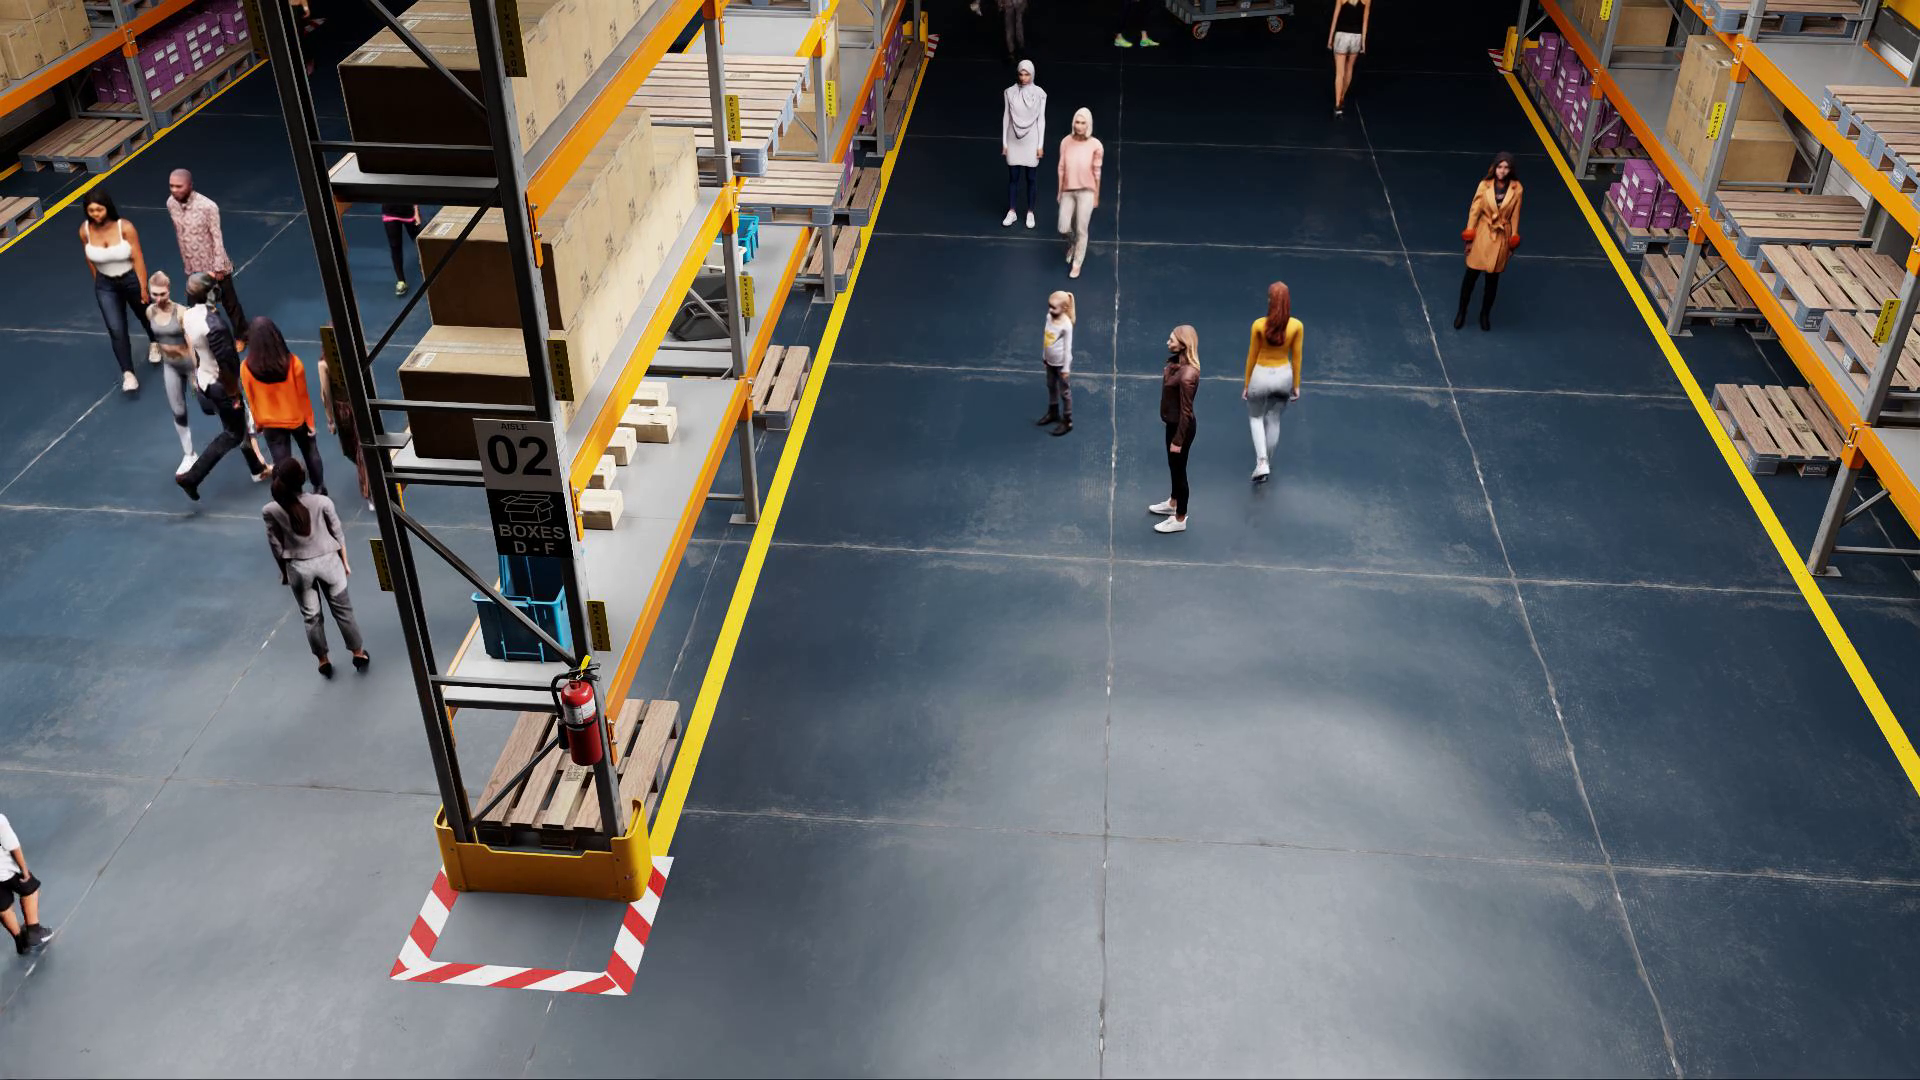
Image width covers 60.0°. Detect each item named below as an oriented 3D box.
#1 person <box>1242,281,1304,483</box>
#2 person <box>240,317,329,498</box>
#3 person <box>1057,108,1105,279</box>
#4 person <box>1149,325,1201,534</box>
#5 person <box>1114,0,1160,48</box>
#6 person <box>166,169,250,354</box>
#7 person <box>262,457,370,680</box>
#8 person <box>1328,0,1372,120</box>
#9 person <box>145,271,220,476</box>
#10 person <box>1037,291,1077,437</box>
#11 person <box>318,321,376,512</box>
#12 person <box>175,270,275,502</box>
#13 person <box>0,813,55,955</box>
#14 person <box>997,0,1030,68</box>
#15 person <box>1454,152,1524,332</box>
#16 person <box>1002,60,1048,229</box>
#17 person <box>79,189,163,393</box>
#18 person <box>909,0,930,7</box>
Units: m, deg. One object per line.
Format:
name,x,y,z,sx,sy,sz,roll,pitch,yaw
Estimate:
person,2.441,-1.172,13.050,0.625,1.740,0.801,2,34,3
person,-5.097,-0.820,12.541,0.835,1.717,1.178,-5,34,-7
person,1.199,-3.489,16.554,0.676,1.719,0.730,10,35,15
person,1.666,-0.853,12.601,0.682,1.704,0.466,0,34,-1
person,2.276,-7.584,22.746,0.891,1.684,0.908,17,37,24
person,-6.761,-2.526,15.041,0.772,1.790,0.998,7,34,10
person,-4.284,0.201,11.040,0.695,1.677,0.694,-10,35,-14
person,4.756,-6.092,20.388,0.668,1.809,1.180,5,34,7
person,-6.208,-1.404,13.450,0.576,1.684,0.999,6,34,8
person,0.839,-1.510,13.978,0.627,1.275,0.558,-20,39,-28
person,-4.762,-1.034,13.020,0.834,1.543,1.064,-12,35,-17
person,-5.825,-1.161,12.924,1.216,1.861,1.146,-27,42,-34
person,-5.255,1.799,9.022,0.560,1.250,0.592,-10,35,-14
person,0.749,-7.097,21.993,0.758,1.707,0.826,-14,36,-20
person,4.930,-2.769,15.470,0.727,1.720,0.636,8,34,11
person,0.669,-4.187,17.552,0.629,1.778,0.552,6,34,9
person,-7.355,-2.268,14.683,0.901,1.757,1.246,-8,34,-11
person,-0.587,-8.720,24.338,0.764,1.814,0.676,-4,34,-6
